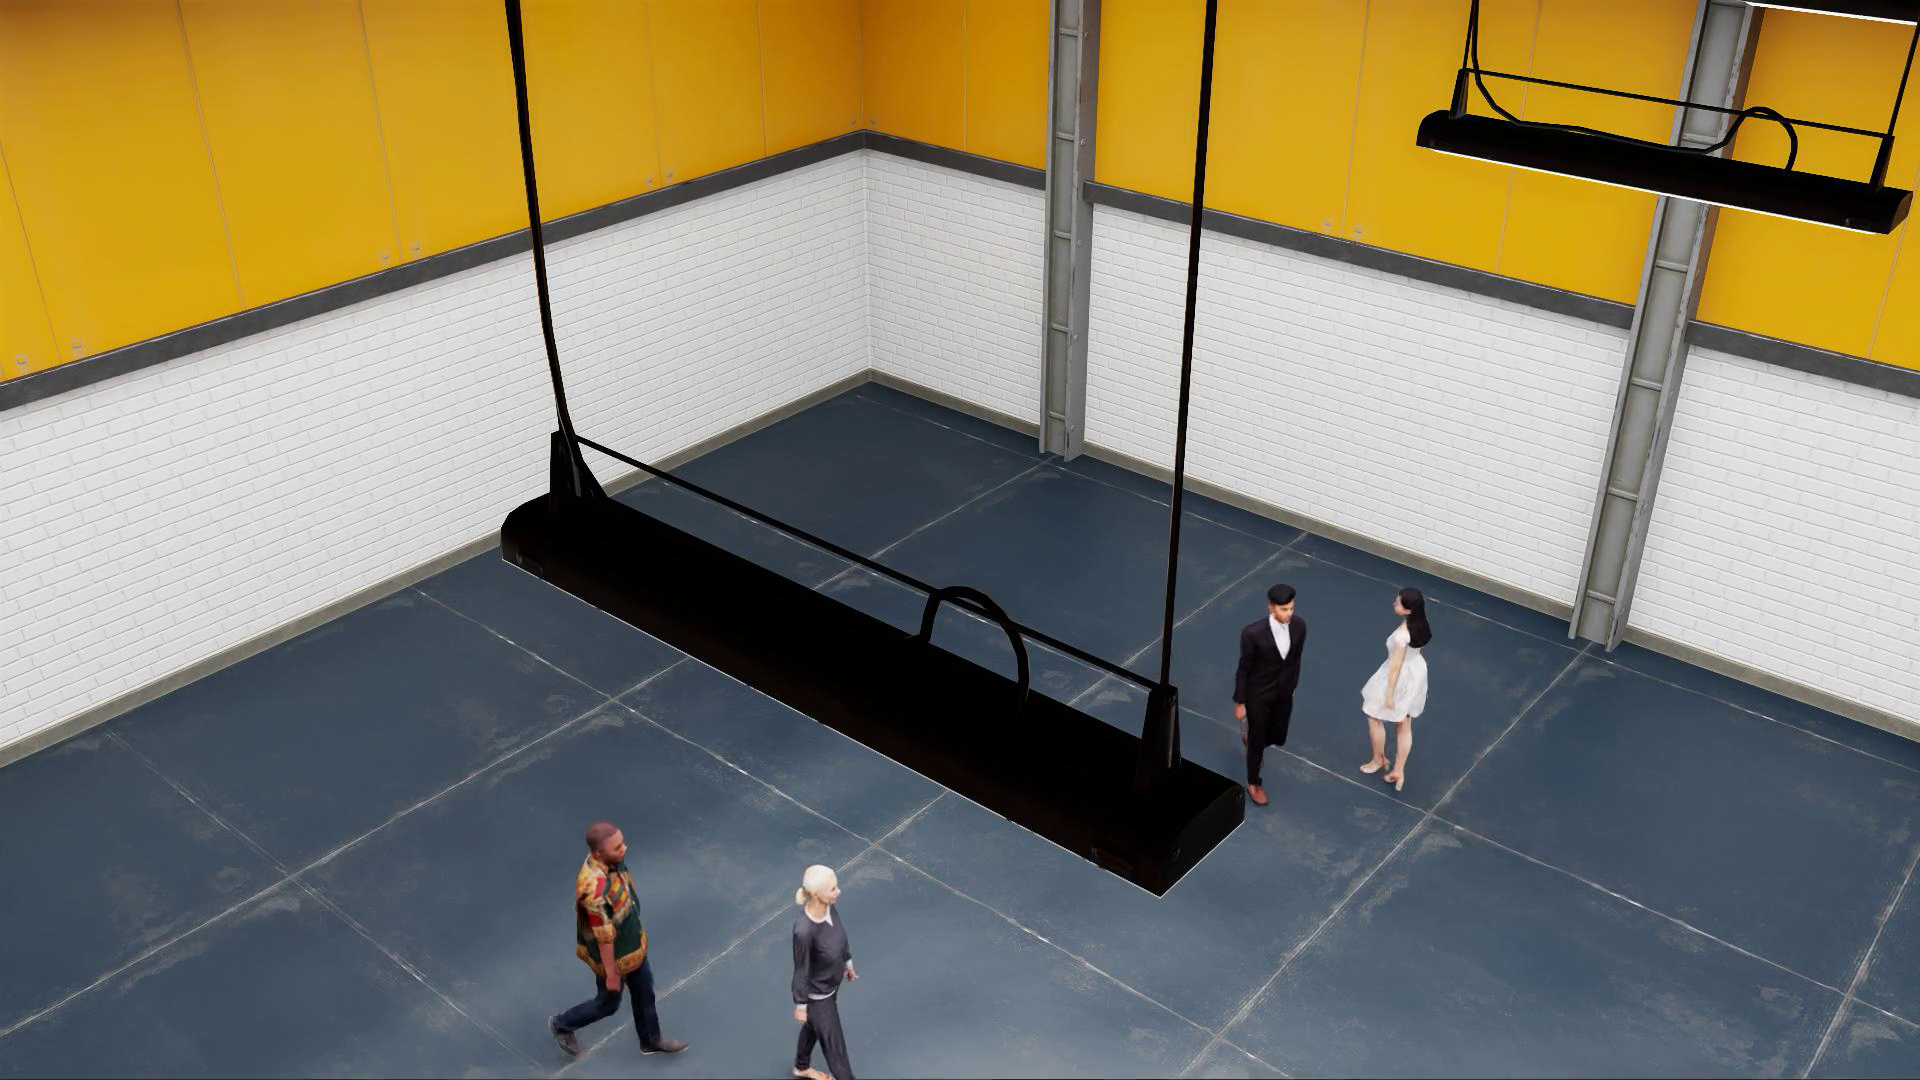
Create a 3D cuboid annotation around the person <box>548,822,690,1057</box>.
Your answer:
[{"bbox_3d":[-2.199,2.482,10.139,1.211,1.781,1.079,1,29,2],"label":"person"}]

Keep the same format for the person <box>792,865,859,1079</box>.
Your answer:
[{"bbox_3d":[-0.902,2.631,9.942,1.014,1.708,0.868,8,30,14],"label":"person"}]

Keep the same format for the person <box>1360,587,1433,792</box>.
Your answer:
[{"bbox_3d":[3.396,1.151,12.600,0.698,1.761,0.693,-21,35,-33],"label":"person"}]

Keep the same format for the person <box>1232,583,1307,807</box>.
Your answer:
[{"bbox_3d":[2.287,1.100,12.583,0.939,1.867,1.014,-7,29,-13],"label":"person"}]
